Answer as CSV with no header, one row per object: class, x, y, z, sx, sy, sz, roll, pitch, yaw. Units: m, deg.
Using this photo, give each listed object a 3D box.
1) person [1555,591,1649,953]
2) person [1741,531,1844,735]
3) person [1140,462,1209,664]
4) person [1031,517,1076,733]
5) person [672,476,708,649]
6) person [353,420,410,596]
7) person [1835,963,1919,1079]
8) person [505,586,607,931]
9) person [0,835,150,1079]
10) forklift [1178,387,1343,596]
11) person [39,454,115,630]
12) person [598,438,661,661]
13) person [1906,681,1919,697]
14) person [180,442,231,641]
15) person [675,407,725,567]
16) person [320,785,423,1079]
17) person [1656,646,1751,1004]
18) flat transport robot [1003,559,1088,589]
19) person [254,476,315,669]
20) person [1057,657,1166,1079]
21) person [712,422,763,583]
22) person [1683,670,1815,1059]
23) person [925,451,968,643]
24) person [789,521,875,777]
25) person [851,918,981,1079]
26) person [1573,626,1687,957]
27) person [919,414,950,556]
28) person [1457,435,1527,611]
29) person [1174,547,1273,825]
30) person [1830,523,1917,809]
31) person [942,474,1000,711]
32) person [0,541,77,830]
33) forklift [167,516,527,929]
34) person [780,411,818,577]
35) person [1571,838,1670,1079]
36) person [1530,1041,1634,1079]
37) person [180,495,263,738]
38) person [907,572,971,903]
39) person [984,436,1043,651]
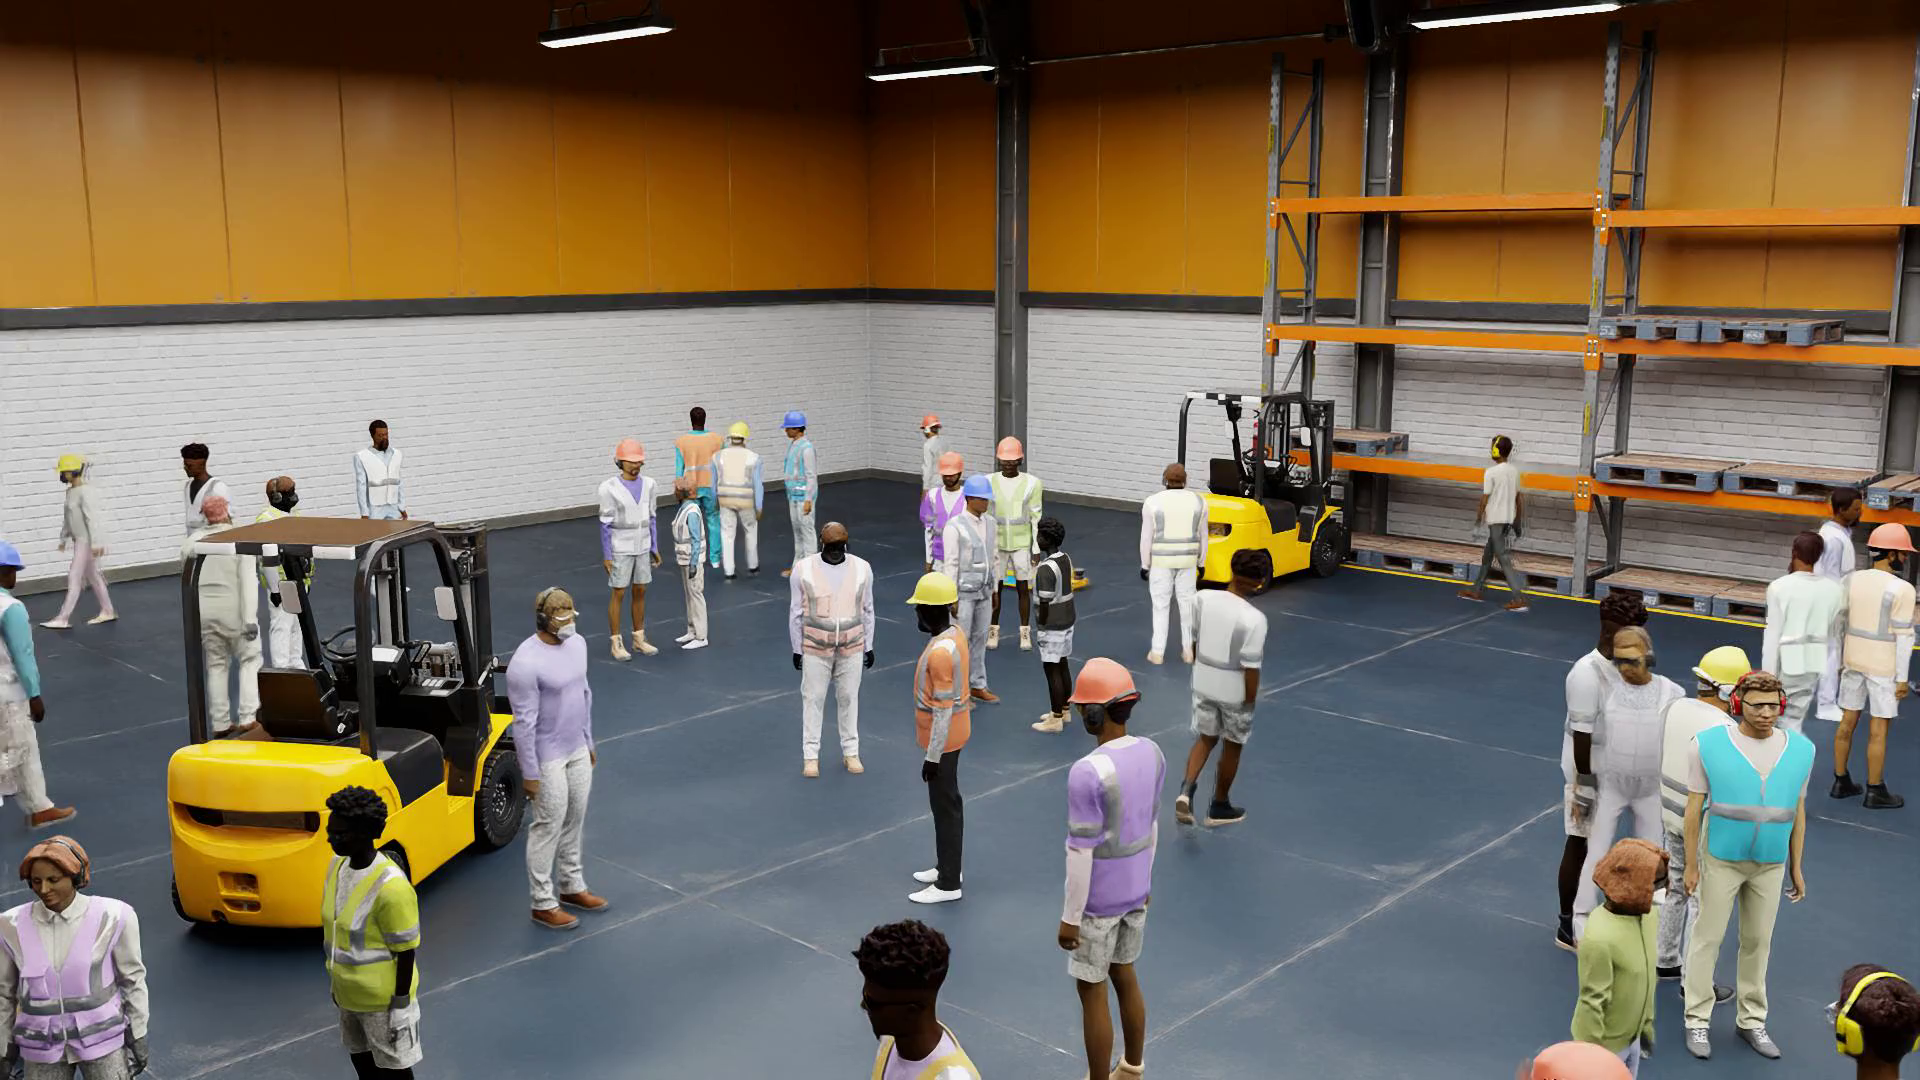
person,3.439,1.240,8.919,0.388,1.958,0.601,8,13,39
person,5.575,0.880,11.164,0.629,1.886,0.474,-3,10,-16
person,1.937,0.212,15.112,0.633,1.840,0.429,-1,10,-7
person,0.728,0.659,12.998,0.321,1.689,0.529,4,11,23
person,-2.548,0.210,15.697,0.311,1.636,0.522,-3,11,-18
person,-6.298,-0.355,18.115,0.391,1.920,0.593,6,12,32
person,2.434,2.060,4.534,0.506,1.864,0.331,-2,10,-9
person,-2.248,1.199,9.248,0.374,1.929,0.635,4,11,20
person,-3.284,1.883,6.166,0.523,1.638,0.310,-3,10,-16
forklift,3.298,-0.608,18.767,1.214,2.155,2.313,9,13,42
person,-8.823,0.029,16.448,0.825,1.731,0.544,-10,14,-44
person,-3.007,0.080,15.280,0.397,2.044,0.609,10,14,44
person,8.366,0.510,13.588,0.963,1.781,0.555,6,12,31
person,-7.123,0.045,15.730,0.609,1.957,0.372,6,12,31
person,-3.051,-0.611,19.604,0.587,1.911,0.399,-3,10,-15
person,-2.325,1.785,6.560,0.541,1.695,0.316,8,13,40
person,3.723,1.419,8.314,0.403,1.817,0.601,-2,10,-13
flat transport robot,0.657,0.376,18.640,1.431,0.197,0.652,8,13,37
person,-5.732,0.369,14.204,0.429,1.846,0.626,0,10,1
person,0.624,1.509,7.193,0.403,2.030,0.612,8,13,37
person,-2.512,-0.440,18.935,0.619,1.799,0.780,1,10,5
person,3.655,1.498,7.767,0.565,1.846,0.390,0,10,1
person,-0.072,0.145,15.243,0.544,1.930,0.389,3,10,17
person,-0.907,0.776,11.910,0.621,1.838,0.429,-2,10,-14
person,-0.107,1.989,4.634,0.364,1.962,0.611,-3,11,-19
person,3.531,1.346,8.749,0.564,1.817,0.455,4,11,19
person,-0.310,-0.677,20.468,0.439,1.731,0.583,5,11,25
person,5.647,-0.187,17.468,0.540,1.821,0.962,-6,12,-32
person,1.694,0.964,10.631,0.654,1.909,0.648,9,14,43
person,6.189,0.842,11.254,0.376,1.934,0.547,-4,11,-23
person,0.110,0.422,13.643,0.410,1.942,0.608,9,14,42
person,-6.157,0.977,10.571,0.648,1.903,0.792,8,12,37
forklift,-3.583,0.976,9.748,1.214,2.155,2.313,2,10,11
person,-1.813,-0.498,18.852,0.403,1.944,0.605,-5,11,-26
person,2.441,1.882,6.223,0.303,1.624,0.499,10,14,44
person,1.628,2.151,3.984,0.687,1.883,0.439,4,11,20
person,-5.699,0.590,12.877,0.674,1.868,0.492,2,10,9
person,-0.123,1.135,9.605,0.363,1.928,0.587,1,10,4
person,0.465,0.042,15.548,0.603,2.034,0.417,1,10,7
